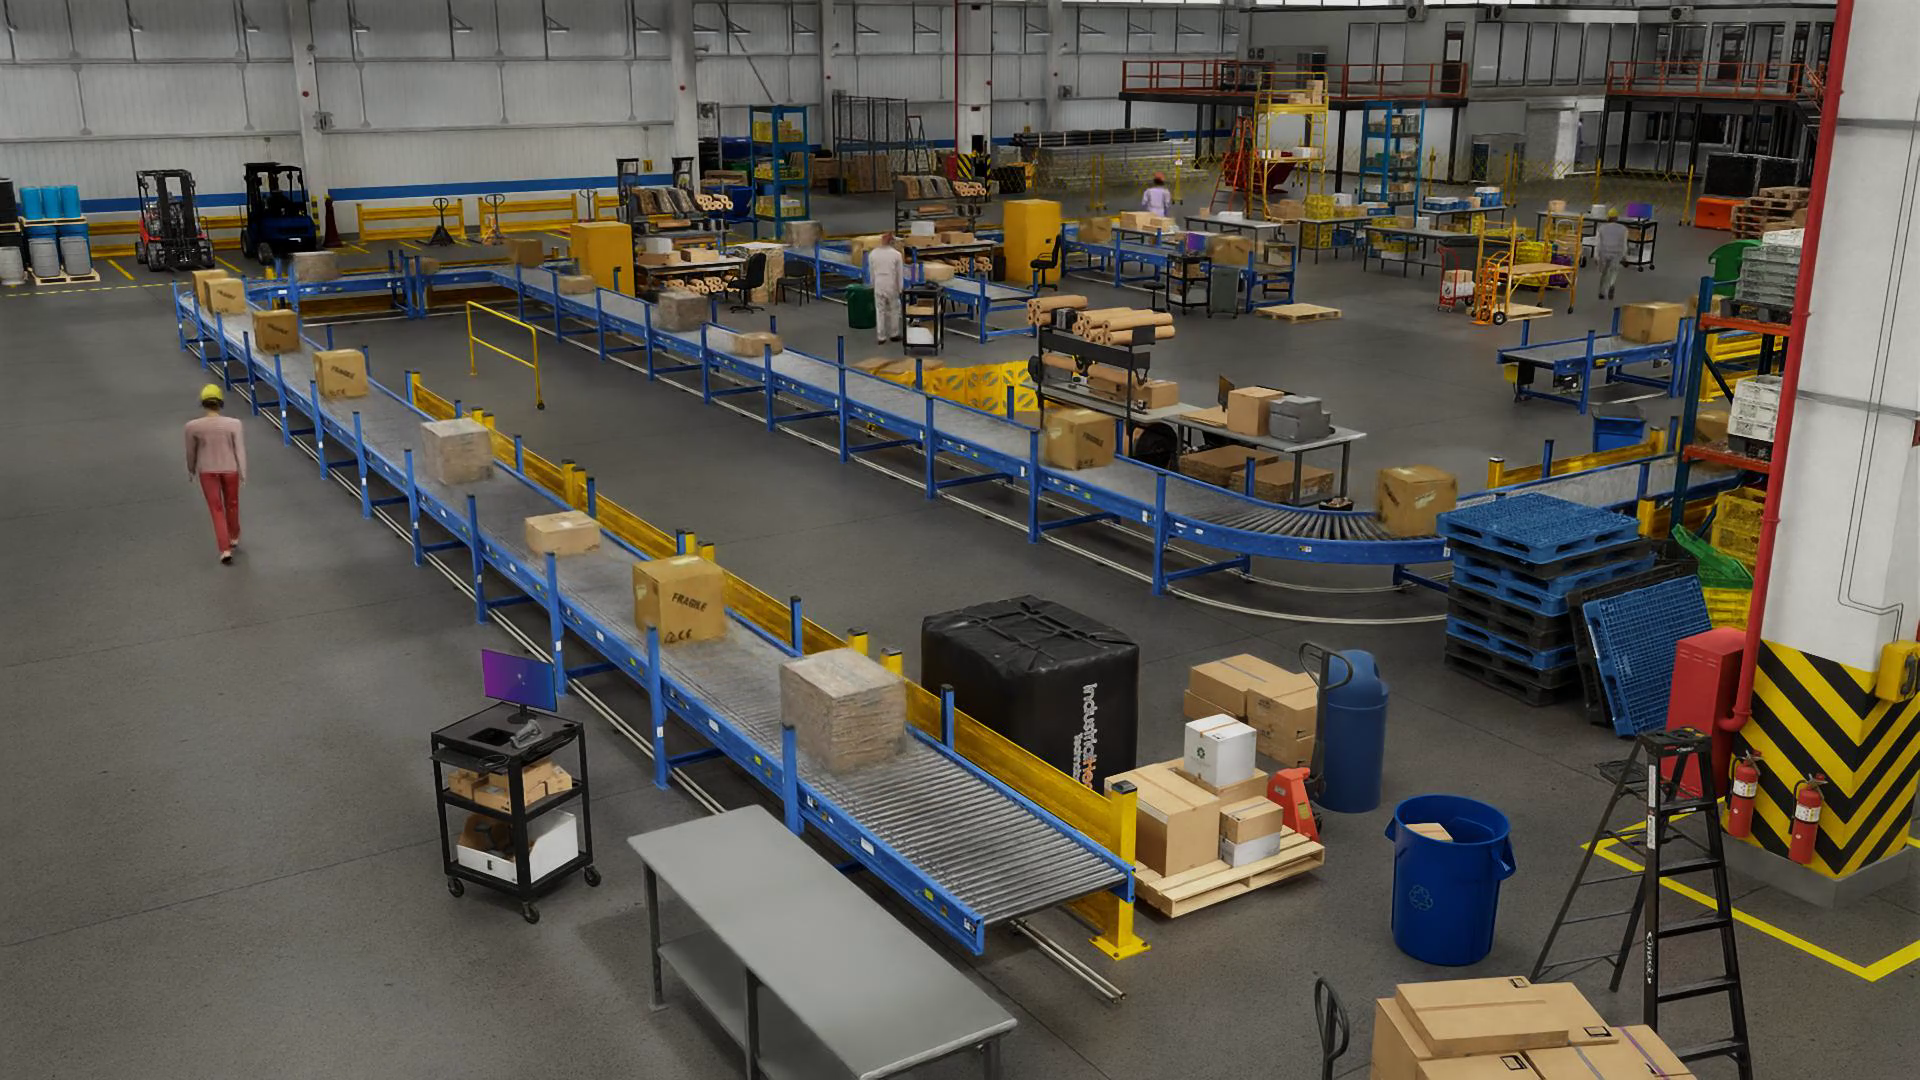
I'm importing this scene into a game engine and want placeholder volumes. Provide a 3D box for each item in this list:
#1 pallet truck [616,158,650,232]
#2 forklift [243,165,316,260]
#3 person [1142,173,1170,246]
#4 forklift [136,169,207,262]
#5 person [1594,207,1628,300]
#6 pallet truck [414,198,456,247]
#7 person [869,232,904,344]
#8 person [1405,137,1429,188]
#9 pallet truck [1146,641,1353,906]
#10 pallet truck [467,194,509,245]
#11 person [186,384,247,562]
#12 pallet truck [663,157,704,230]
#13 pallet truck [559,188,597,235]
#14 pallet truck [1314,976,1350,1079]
[{"bbox_3d":[-8.918,-9.176,44.255,0.823,1.965,1.885,-9,19,-27],"label":"pallet truck"},{"bbox_3d":[-15.898,-7.669,38.708,1.157,1.987,2.680,-11,20,-33],"label":"forklift"},{"bbox_3d":[4.558,-7.575,38.937,0.667,1.997,0.926,3,17,11],"label":"person"},{"bbox_3d":[-17.842,-7.318,37.559,1.157,1.987,2.680,-10,20,-31],"label":"forklift"},{"bbox_3d":[12.778,-5.617,32.709,0.615,1.818,0.463,6,18,18],"label":"person"},{"bbox_3d":[-13.250,-8.060,41.856,0.680,1.201,1.601,-10,20,-31],"label":"pallet truck"},{"bbox_3d":[-1.221,-4.267,28.116,0.684,1.880,0.634,5,18,17],"label":"person"},{"bbox_3d":[15.919,-13.162,57.863,0.537,1.788,0.987,-12,21,-35],"label":"person"},{"bbox_3d":[1.664,1.407,10.232,1.630,1.274,0.653,-10,20,-31],"label":"pallet truck"},{"bbox_3d":[-11.983,-8.177,42.137,0.704,1.261,1.522,-11,20,-33],"label":"pallet truck"},{"bbox_3d":[-7.323,-0.676,16.439,0.533,1.725,0.900,-9,19,-28],"label":"person"},{"bbox_3d":[-7.586,-9.308,44.692,0.823,1.965,1.885,-11,20,-33],"label":"pallet truck"},{"bbox_3d":[-10.010,-8.652,43.699,0.653,1.274,1.630,-10,20,-31],"label":"pallet truck"},{"bbox_3d":[2.299,2.390,7.086,1.601,1.201,0.680,-2,17,-7],"label":"pallet truck"}]
